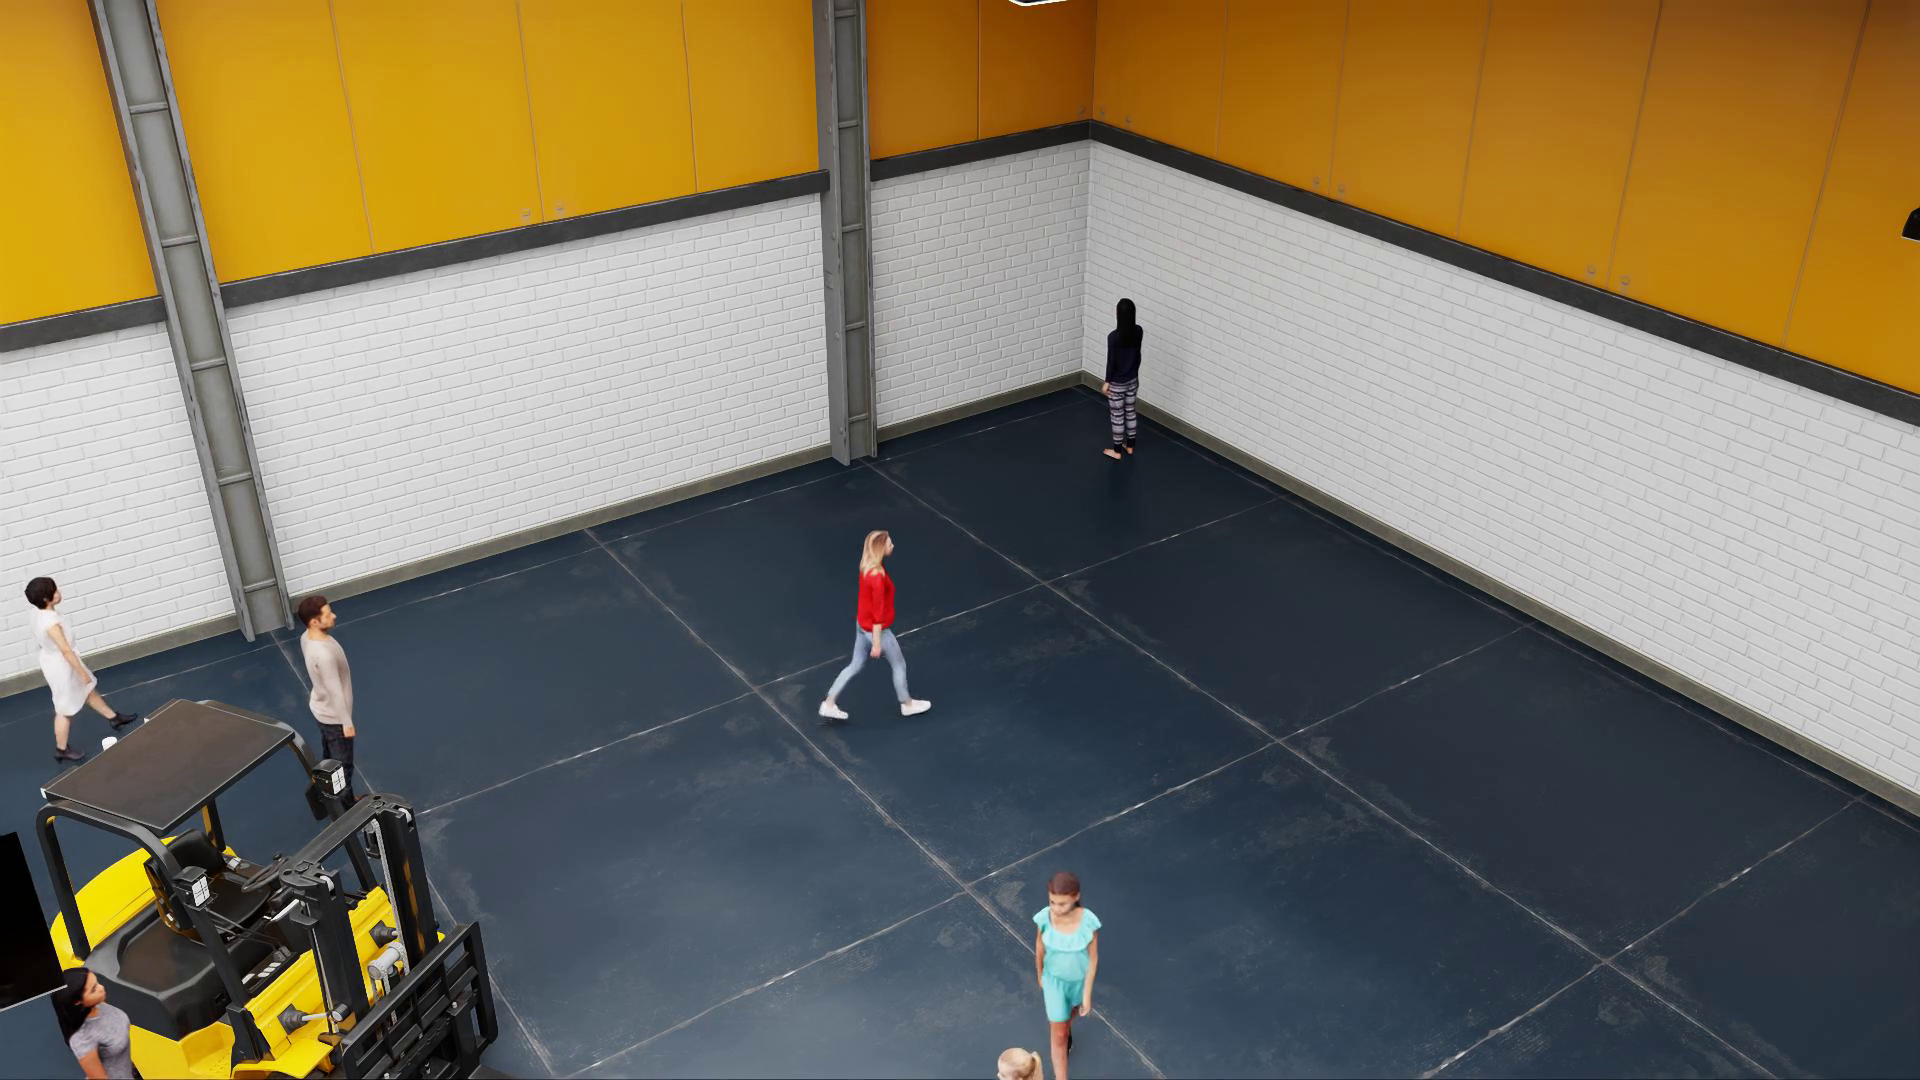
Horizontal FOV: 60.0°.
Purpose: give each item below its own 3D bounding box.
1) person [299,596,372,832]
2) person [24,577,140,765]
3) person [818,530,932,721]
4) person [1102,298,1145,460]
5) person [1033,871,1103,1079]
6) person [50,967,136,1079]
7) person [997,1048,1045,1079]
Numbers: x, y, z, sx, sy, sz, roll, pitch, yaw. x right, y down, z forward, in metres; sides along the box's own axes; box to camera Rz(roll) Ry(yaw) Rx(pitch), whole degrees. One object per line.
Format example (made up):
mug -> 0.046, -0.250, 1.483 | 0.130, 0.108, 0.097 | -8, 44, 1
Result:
person -> -4.414, 1.212, 11.695 | 0.526, 1.865, 0.647 | -19, 34, -30
person -> -6.784, 1.003, 12.430 | 0.911, 1.528, 0.637 | -24, 37, -37
person -> -0.746, 0.713, 12.821 | 1.202, 1.662, 0.846 | -9, 30, -17
person -> 1.683, -1.668, 17.112 | 0.441, 1.733, 0.662 | -18, 33, -29
person -> 0.638, 2.506, 9.694 | 1.041, 1.509, 1.028 | 2, 29, 4
person -> -4.406, 2.923, 8.645 | 0.583, 1.781, 0.620 | -12, 31, -21
person -> 0.361, 3.153, 8.757 | 0.603, 1.271, 0.566 | -5, 29, -9
